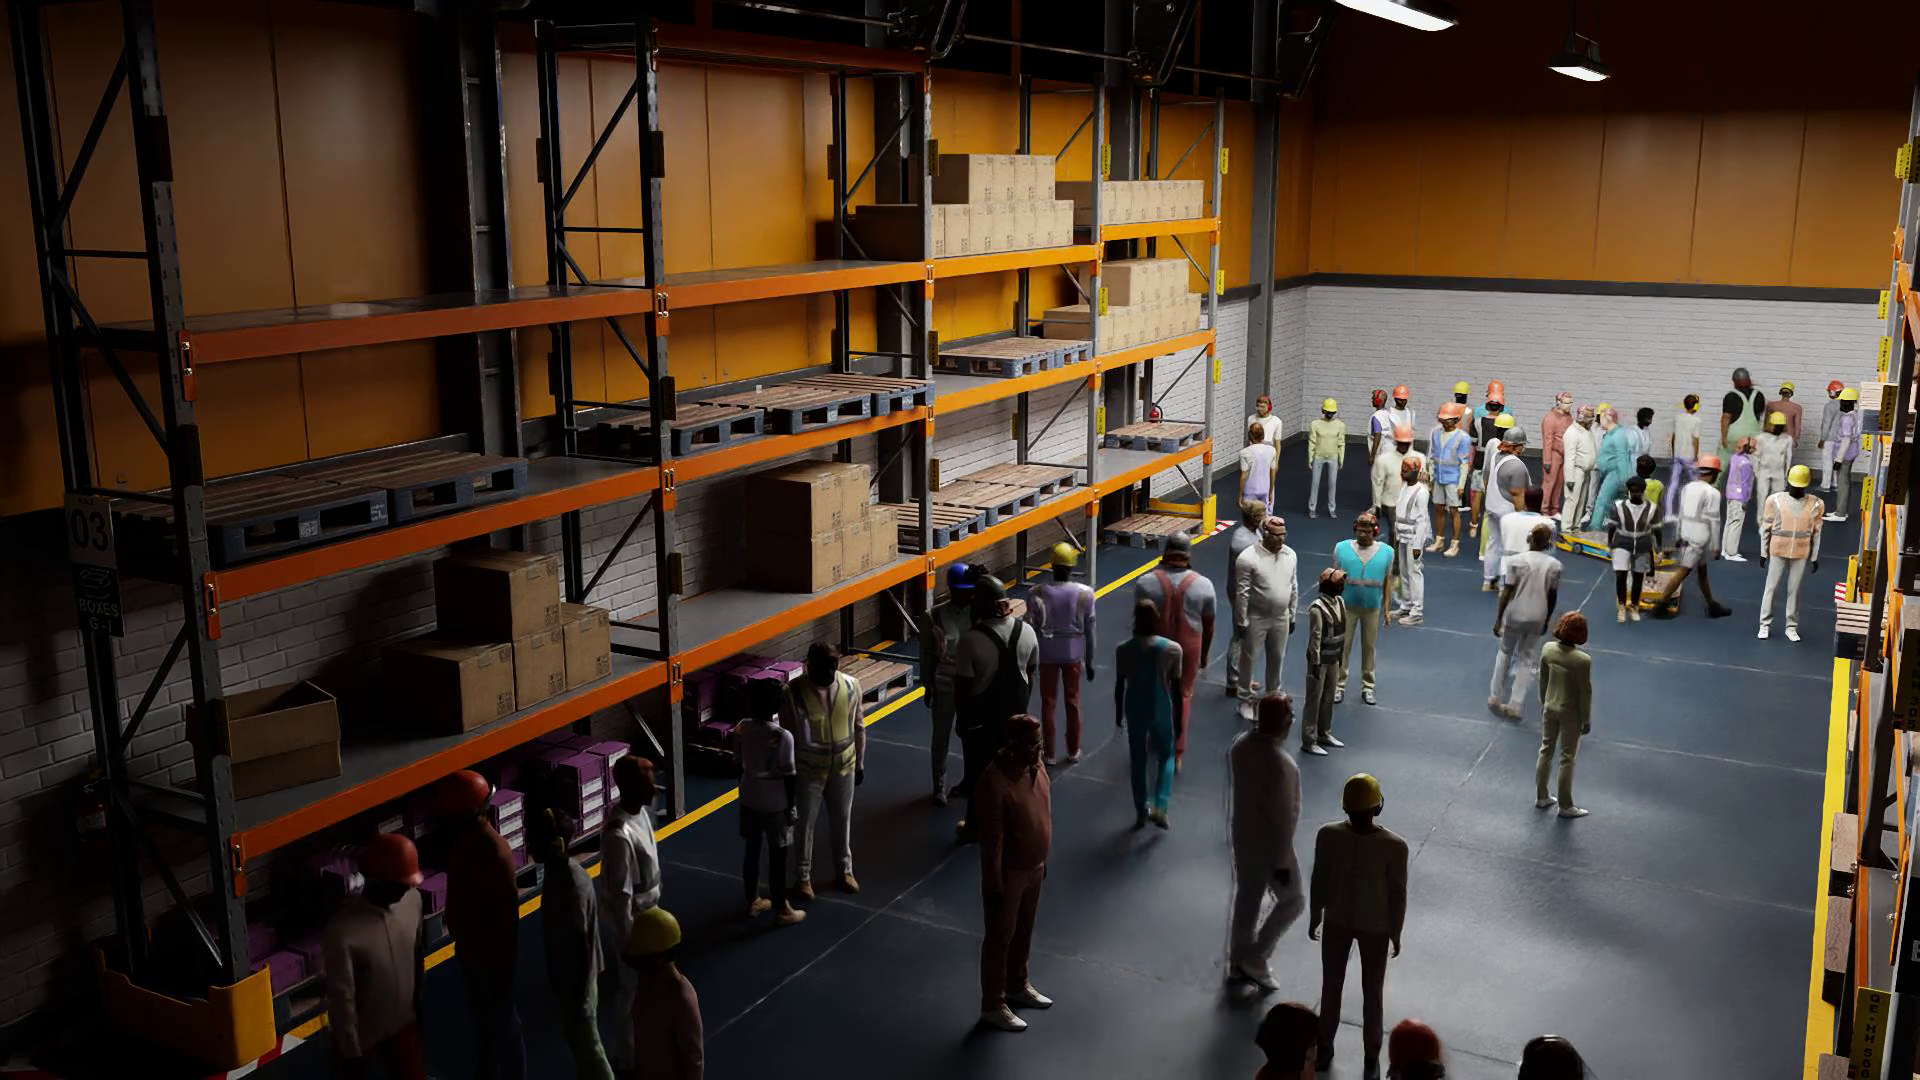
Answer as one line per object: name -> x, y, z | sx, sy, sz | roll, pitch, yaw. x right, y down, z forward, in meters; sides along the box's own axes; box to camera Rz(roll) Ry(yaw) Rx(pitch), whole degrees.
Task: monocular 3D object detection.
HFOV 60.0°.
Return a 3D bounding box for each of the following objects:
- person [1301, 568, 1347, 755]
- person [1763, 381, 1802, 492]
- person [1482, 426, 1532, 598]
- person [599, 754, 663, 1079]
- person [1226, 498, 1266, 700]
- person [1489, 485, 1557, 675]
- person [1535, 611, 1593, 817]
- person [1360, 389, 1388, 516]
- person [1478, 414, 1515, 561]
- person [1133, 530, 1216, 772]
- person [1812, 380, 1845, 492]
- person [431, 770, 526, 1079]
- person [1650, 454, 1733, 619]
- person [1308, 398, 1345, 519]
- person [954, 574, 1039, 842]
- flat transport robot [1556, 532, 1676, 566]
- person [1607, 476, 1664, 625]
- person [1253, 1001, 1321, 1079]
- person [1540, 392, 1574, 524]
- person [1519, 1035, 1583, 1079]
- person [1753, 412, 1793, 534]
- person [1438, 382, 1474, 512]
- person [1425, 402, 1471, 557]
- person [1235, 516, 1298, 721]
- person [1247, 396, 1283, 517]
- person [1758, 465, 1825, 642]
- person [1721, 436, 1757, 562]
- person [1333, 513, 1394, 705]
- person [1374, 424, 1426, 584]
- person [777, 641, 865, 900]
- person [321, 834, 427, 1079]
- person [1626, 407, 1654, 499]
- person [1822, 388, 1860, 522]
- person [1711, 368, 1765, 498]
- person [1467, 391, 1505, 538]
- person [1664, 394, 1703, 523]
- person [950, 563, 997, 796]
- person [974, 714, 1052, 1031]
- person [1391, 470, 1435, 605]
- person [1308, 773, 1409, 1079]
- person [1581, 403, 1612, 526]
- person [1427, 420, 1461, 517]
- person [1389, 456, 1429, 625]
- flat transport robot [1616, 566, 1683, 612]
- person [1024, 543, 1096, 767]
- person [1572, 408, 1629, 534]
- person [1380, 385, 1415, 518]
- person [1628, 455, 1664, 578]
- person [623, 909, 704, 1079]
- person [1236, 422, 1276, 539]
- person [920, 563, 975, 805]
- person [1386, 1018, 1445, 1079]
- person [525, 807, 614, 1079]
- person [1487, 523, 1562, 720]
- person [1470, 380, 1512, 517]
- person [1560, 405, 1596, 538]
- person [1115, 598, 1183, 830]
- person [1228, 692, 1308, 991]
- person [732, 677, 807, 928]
person -> 3.163, 1.038, 14.394 | 0.314, 1.633, 0.519 | 11, 17, 40
person -> 12.788, -1.596, 25.907 | 0.532, 1.756, 0.337 | 6, 14, 25
person -> 6.502, -0.343, 19.646 | 0.536, 2.000, 0.688 | -3, 13, -13
person -> -1.801, 2.079, 9.182 | 0.366, 1.879, 0.593 | -1, 13, -3
person -> 2.734, 0.547, 15.913 | 0.366, 1.931, 0.632 | 5, 13, 19
person -> 5.674, 0.388, 16.759 | 0.701, 1.879, 0.722 | 12, 17, 42
person -> 4.728, 1.348, 12.995 | 0.280, 1.633, 0.500 | -6, 14, -26
person -> 6.111, -1.273, 24.247 | 0.378, 1.844, 0.569 | 7, 15, 30
person -> 6.907, -0.666, 21.381 | 0.413, 1.918, 0.586 | 3, 13, 15
person -> 1.819, 0.878, 14.179 | 0.693, 2.000, 1.015 | 1, 13, 7
person -> 13.649, -1.632, 26.064 | 0.573, 1.748, 0.342 | -7, 14, -29
person -> -2.504, 2.134, 8.678 | 0.392, 1.985, 0.609 | -10, 16, -37
person -> 8.229, -0.015, 18.580 | 0.978, 1.873, 0.575 | -2, 13, -9
person -> 5.285, -1.172, 24.001 | 0.528, 1.762, 0.345 | 1, 13, 4
person -> 0.227, 1.243, 12.543 | 0.680, 2.000, 0.535 | -7, 15, -30
flat transport robot -> 8.512, 0.106, 21.630 | 0.652, 0.197, 1.431 | -5, 14, -23
person -> 7.461, 0.114, 18.396 | 0.575, 1.663, 0.594 | 4, 13, 15
person -> 1.353, 2.692, 6.970 | 0.287, 1.635, 0.499 | 9, 15, 34
person -> 8.520, -1.173, 23.704 | 0.651, 1.895, 0.396 | -11, 17, -41
person -> 2.118, 2.711, 6.246 | 0.634, 1.911, 0.691 | -2, 13, -8
person -> 11.196, -0.922, 22.956 | 0.486, 1.730, 0.401 | 3, 13, 14
person -> 7.335, -1.375, 24.521 | 0.594, 1.924, 0.382 | 9, 16, 36
person -> 6.334, -0.791, 21.675 | 0.412, 2.036, 0.607 | -8, 15, -32
person -> 2.826, 0.713, 15.251 | 0.648, 1.900, 0.400 | -5, 14, -22
person -> 4.332, -1.151, 23.728 | 0.395, 1.836, 0.561 | -12, 17, -43
person -> 8.870, 0.137, 17.775 | 0.585, 1.917, 0.380 | 4, 13, 17
person -> 10.032, -0.534, 21.430 | 0.312, 1.632, 0.527 | 2, 13, 7
person -> 3.783, 0.640, 15.701 | 0.563, 1.837, 0.388 | 2, 13, 9
person -> 5.395, -0.480, 20.455 | 0.606, 1.964, 0.942 | 0, 13, -2
person -> -0.946, 1.580, 11.514 | 0.630, 1.836, 0.430 | -5, 14, -23
person -> -2.818, 2.315, 8.028 | 1.024, 1.923, 0.636 | 7, 15, 30
person -> 9.609, -1.064, 23.694 | 0.395, 1.674, 0.741 | 10, 16, 39
person -> 12.667, -1.221, 23.834 | 0.366, 1.927, 0.585 | 10, 16, 38
person -> 12.008, -1.703, 25.733 | 0.693, 2.000, 0.903 | -1, 13, -4
person -> 7.228, -1.016, 22.689 | 0.612, 2.031, 0.403 | 4, 13, 16
person -> 10.460, -1.178, 23.855 | 0.928, 1.824, 0.566 | -7, 15, -30
person -> 0.144, 1.133, 13.235 | 0.374, 1.958, 0.599 | -12, 17, -42
person -> 0.347, 1.933, 9.791 | 0.399, 1.899, 0.635 | 9, 15, 34
person -> 5.239, -0.009, 19.112 | 0.361, 1.614, 0.494 | 9, 15, 35
person -> 2.187, 2.129, 9.200 | 0.533, 1.768, 0.311 | 6, 14, 24
person -> 9.100, -1.078, 23.606 | 0.308, 1.743, 0.494 | -11, 17, -41
person -> 7.029, -1.167, 24.369 | 0.526, 1.585, 0.839 | -4, 13, -18
person -> 5.006, -0.006, 18.506 | 0.339, 1.878, 0.571 | -1, 13, -7
flat transport robot -> 8.122, 0.569, 19.555 | 0.652, 0.197, 1.431 | 6, 14, 25
person -> 0.819, 0.965, 14.124 | 0.661, 1.914, 0.497 | -1, 13, -2
person -> 8.670, -0.834, 22.244 | 0.841, 1.867, 0.677 | 4, 13, 18
person -> 6.345, -1.286, 24.101 | 0.551, 1.937, 0.357 | -4, 13, -18
person -> 8.058, -0.163, 19.641 | 0.529, 1.689, 0.321 | -6, 14, -25
person -> -1.347, 2.497, 7.552 | 0.316, 1.766, 0.533 | -9, 15, -35
person -> 3.756, -0.584, 21.164 | 0.508, 1.846, 0.345 | -4, 13, -18
person -> -0.016, 1.134, 13.234 | 0.612, 1.950, 0.376 | -3, 13, -15
person -> 1.764, 2.721, 6.651 | 0.578, 1.708, 0.750 | 2, 13, 11
person -> -1.992, 2.239, 8.527 | 0.370, 1.856, 0.531 | -8, 15, -31
person -> 5.202, 0.729, 15.376 | 0.604, 1.801, 0.656 | 0, 13, 2
person -> 7.697, -1.322, 24.130 | 0.609, 1.996, 0.379 | -2, 13, -7
person -> 8.338, -0.881, 22.397 | 0.400, 1.895, 0.654 | 11, 17, 41
person -> 1.432, 1.330, 12.631 | 0.518, 1.829, 0.490 | 2, 13, 9
person -> 1.877, 1.849, 10.202 | 0.453, 1.878, 0.678 | -5, 13, -21
person -> -1.286, 1.740, 11.092 | 0.536, 1.697, 0.322 | 10, 16, 38
